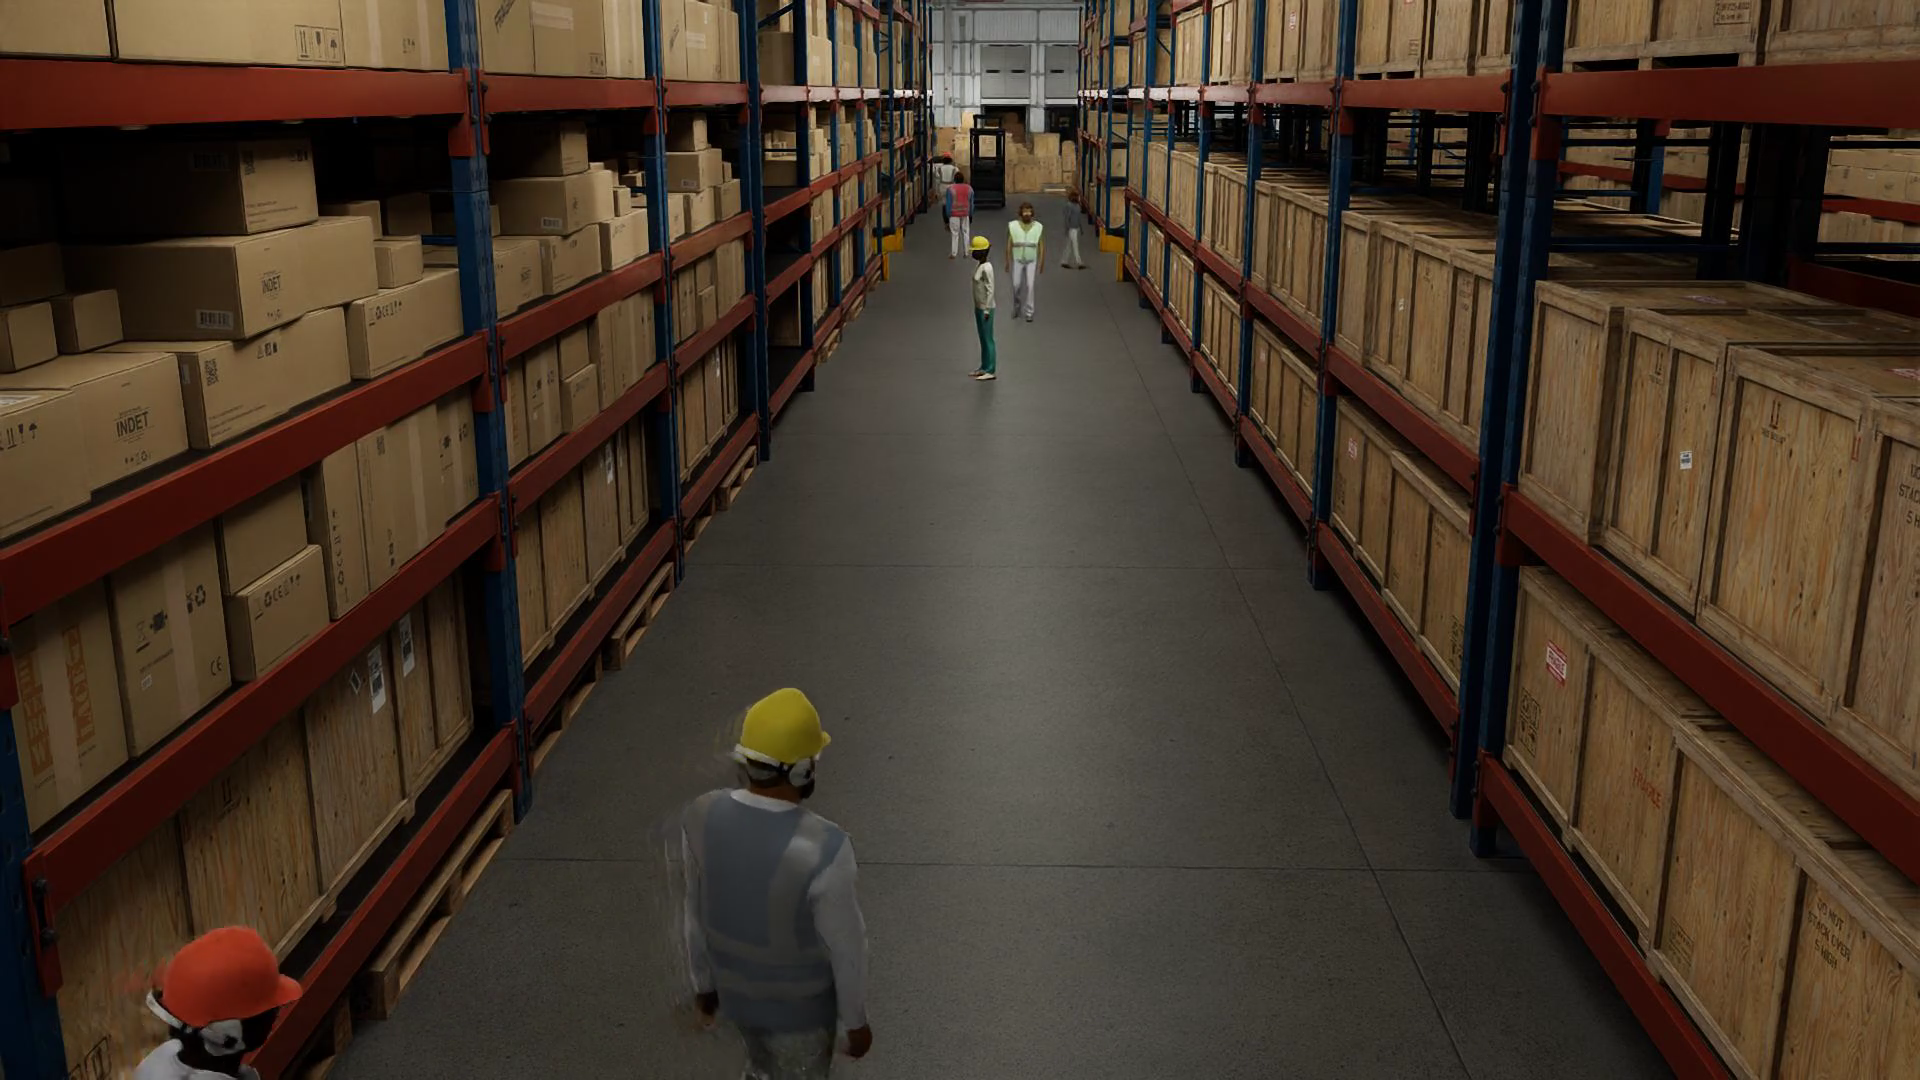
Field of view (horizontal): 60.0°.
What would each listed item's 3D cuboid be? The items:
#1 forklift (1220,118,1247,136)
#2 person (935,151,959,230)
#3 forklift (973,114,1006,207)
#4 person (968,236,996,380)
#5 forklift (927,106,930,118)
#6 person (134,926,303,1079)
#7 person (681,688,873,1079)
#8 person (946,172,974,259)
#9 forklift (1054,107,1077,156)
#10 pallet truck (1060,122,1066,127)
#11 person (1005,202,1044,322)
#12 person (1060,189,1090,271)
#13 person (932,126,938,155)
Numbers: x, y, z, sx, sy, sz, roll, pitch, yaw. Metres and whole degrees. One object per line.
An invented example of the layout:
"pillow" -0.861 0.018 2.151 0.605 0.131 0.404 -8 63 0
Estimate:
"forklift" 7.323 -9.766 44.129 1.129 2.768 1.873 11 19 36
"person" -0.335 -9.015 42.953 0.613 2.029 0.667 1 15 2
"forklift" 0.869 -11.902 52.076 1.129 2.768 1.873 0 15 2
"person" 0.273 -2.861 20.553 0.328 1.765 0.527 -3 15 -12
"forklift" -1.918 -21.452 87.608 1.129 2.768 1.873 0 15 2
"person" -1.555 1.660 3.808 0.569 1.726 0.712 14 20 41
"person" -0.522 1.315 4.910 0.591 1.821 0.412 11 19 35
"person" -0.019 -6.923 35.520 0.633 1.842 0.429 -6 16 -20
"forklift" 4.875 -18.867 77.989 1.129 2.768 1.873 -7 17 -24
"pallet truck" 5.788 -21.111 88.014 1.885 1.965 0.823 5 16 18
"person" 1.005 -4.313 25.815 0.591 1.832 0.453 -1 15 -4
"person" 2.304 -6.226 33.377 0.703 1.603 0.521 7 17 26
"person" -1.382 -19.576 82.448 0.484 1.925 0.637 7 17 24
